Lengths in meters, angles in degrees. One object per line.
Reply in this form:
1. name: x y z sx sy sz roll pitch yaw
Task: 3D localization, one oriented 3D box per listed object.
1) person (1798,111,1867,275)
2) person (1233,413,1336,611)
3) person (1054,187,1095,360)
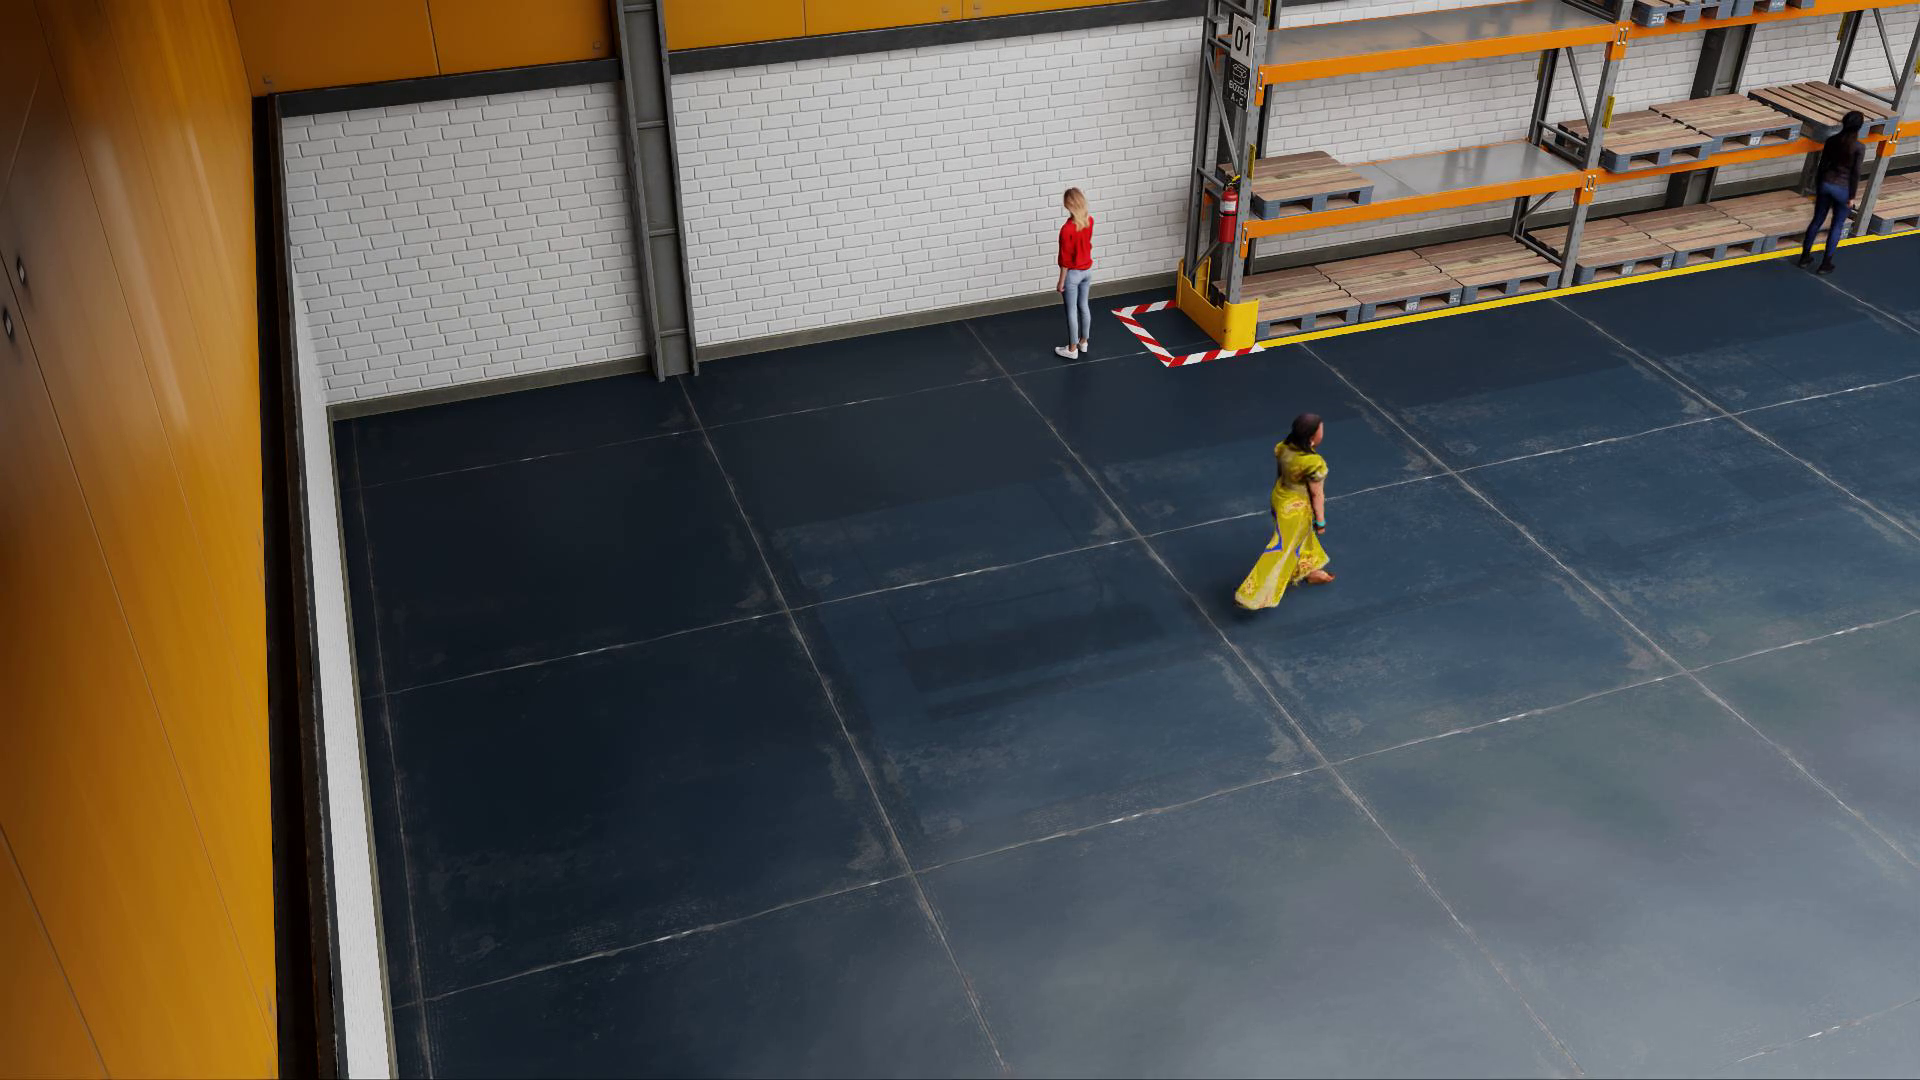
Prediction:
1. person: 9.234 -3.686 17.625 0.642 1.742 0.694 -20 38 -27
2. person: 2.431 -0.169 12.454 1.208 1.609 0.732 -12 35 -17
3. person: 1.113 -2.556 15.958 0.750 1.705 0.617 27 42 34
